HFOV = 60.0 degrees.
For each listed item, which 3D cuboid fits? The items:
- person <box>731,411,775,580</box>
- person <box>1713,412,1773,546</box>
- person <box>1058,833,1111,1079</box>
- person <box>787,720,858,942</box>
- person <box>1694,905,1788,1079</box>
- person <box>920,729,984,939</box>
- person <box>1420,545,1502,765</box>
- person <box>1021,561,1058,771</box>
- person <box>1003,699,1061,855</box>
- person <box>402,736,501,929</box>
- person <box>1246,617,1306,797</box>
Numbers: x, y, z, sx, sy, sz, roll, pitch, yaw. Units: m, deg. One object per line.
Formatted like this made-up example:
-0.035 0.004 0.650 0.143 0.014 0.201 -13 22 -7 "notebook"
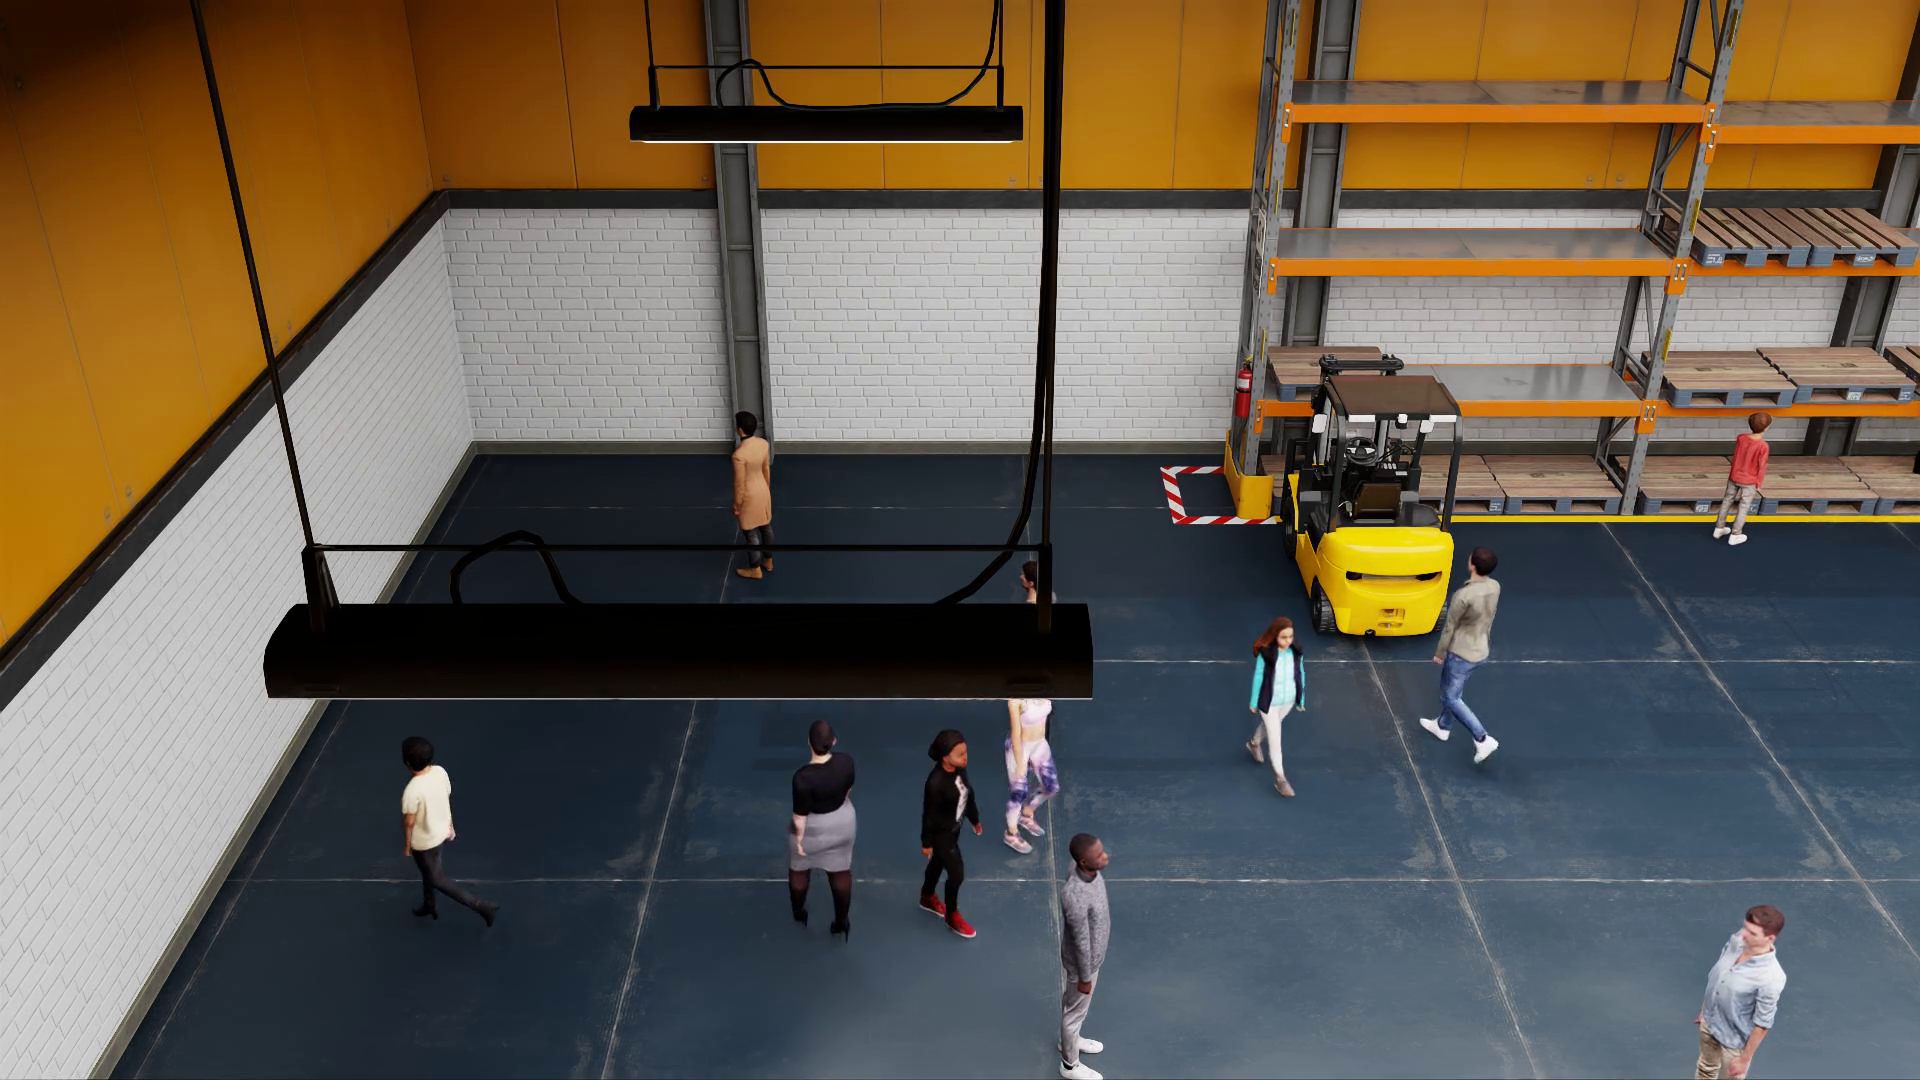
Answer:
-1.992 -0.439 15.994 0.796 1.726 0.761 18 33 30 "person"
7.856 -0.635 16.678 0.615 1.415 0.580 -19 34 -30 "person"
0.748 2.570 10.361 0.586 1.839 0.707 4 29 6 "person"
-0.881 2.045 11.432 0.835 1.735 0.901 -18 33 -29 "person"
4.544 2.877 9.789 0.597 1.848 0.676 -4 29 -7 "person"
-0.179 1.993 11.613 0.858 1.653 0.767 12 31 21 "person"
4.112 0.943 13.336 1.112 1.846 1.123 -20 34 -32 "person"
0.589 0.984 13.253 0.667 1.854 0.735 9 30 16 "person"
0.420 1.536 12.342 0.779 1.757 0.724 23 36 36 "person"
-3.608 2.085 11.538 1.036 1.562 0.757 7 29 12 "person"
2.480 1.231 13.208 0.988 1.462 0.874 -11 30 -19 "person"
